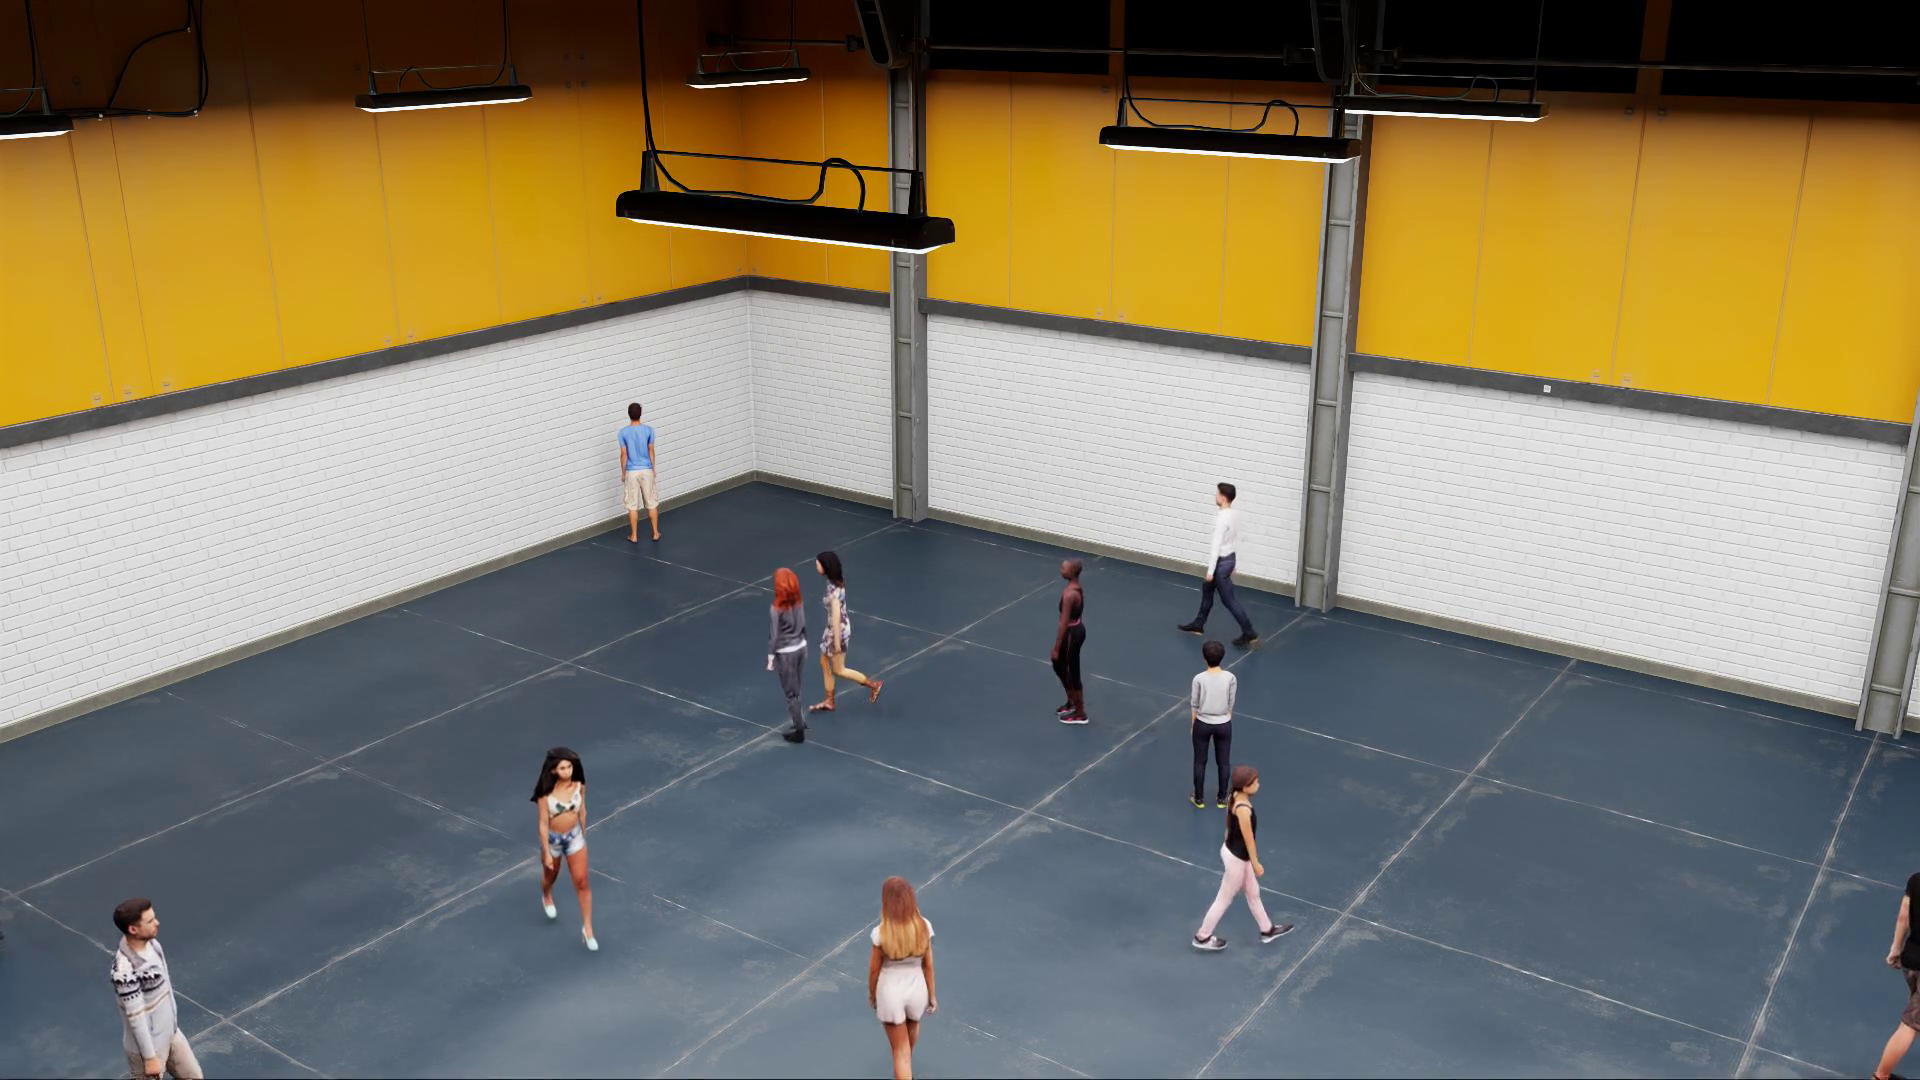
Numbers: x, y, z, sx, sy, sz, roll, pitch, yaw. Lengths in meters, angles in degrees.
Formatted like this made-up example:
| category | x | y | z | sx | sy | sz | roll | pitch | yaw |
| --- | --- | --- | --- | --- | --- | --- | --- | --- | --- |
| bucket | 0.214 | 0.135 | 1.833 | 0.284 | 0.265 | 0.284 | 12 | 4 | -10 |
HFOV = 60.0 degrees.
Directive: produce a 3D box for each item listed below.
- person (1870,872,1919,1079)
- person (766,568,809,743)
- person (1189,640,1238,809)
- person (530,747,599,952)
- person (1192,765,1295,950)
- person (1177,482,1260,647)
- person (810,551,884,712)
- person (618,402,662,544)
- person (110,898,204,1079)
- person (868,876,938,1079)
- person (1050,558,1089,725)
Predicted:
| category | x | y | z | sx | sy | sz | roll | pitch | yaw |
| --- | --- | --- | --- | --- | --- | --- | --- | --- | --- |
| person | 6.287 | 2.827 | 10.886 | 1.159 | 1.812 | 1.219 | -7 | 20 | -20 |
| person | -1.574 | 1.134 | 15.985 | 0.535 | 1.765 | 0.613 | 12 | 22 | 31 |
| person | 2.250 | 1.645 | 14.815 | 0.612 | 1.544 | 0.694 | 0 | 19 | -1 |
| person | -3.081 | 2.321 | 12.741 | 0.827 | 1.586 | 1.108 | -12 | 22 | -31 |
| person | 2.026 | 2.425 | 12.530 | 1.068 | 1.523 | 0.922 | 0 | 19 | -1 |
| person | 2.982 | 0.300 | 18.347 | 1.227 | 1.837 | 0.720 | 10 | 21 | 28 |
| person | -1.151 | 0.941 | 16.638 | 1.098 | 1.714 | 1.020 | -2 | 19 | -6 |
| person | -4.212 | -0.892 | 21.849 | 0.743 | 1.863 | 0.771 | -6 | 20 | -17 |
| person | -5.042 | 3.052 | 10.176 | 1.249 | 1.837 | 1.183 | -3 | 19 | -8 |
| person | -0.354 | 2.992 | 10.651 | 1.033 | 1.648 | 1.156 | -5 | 19 | -14 |
| person | 1.197 | 1.013 | 16.373 | 0.725 | 1.747 | 0.684 | 4 | 19 | 11 |
